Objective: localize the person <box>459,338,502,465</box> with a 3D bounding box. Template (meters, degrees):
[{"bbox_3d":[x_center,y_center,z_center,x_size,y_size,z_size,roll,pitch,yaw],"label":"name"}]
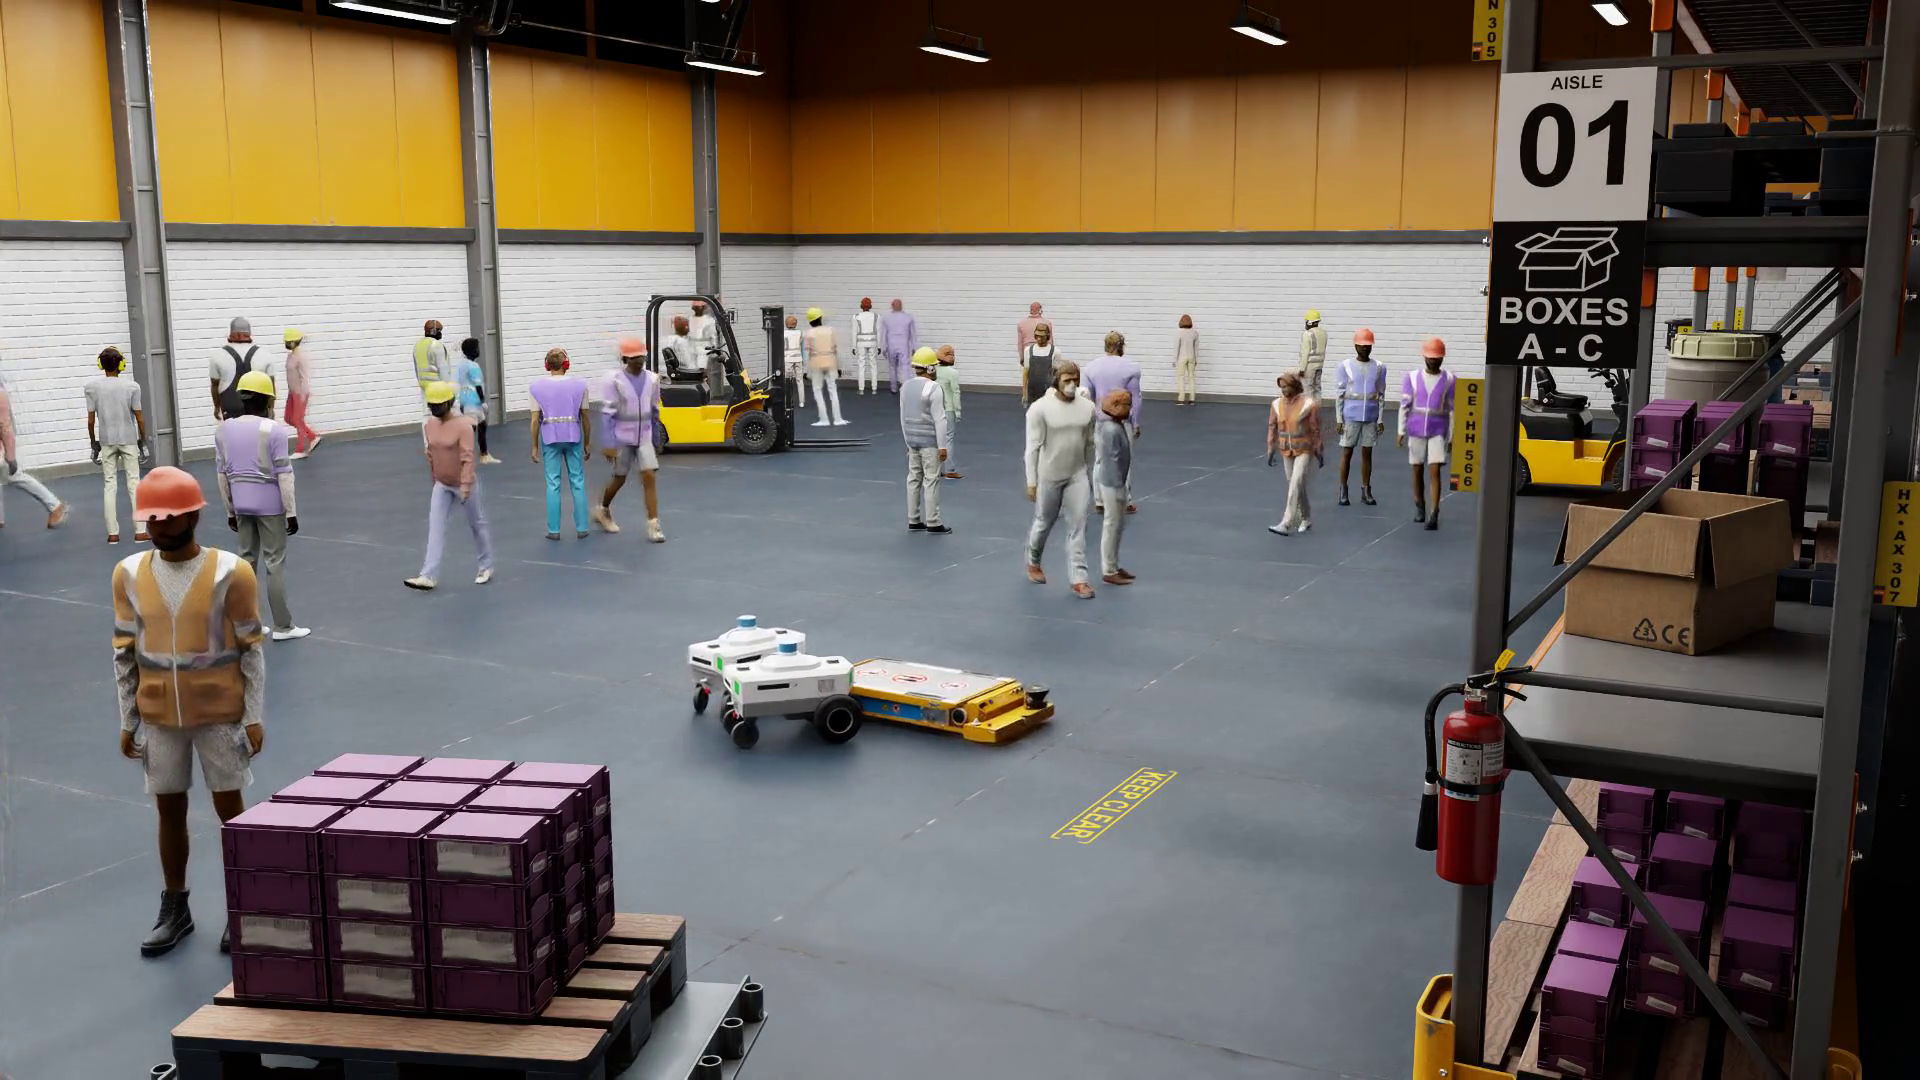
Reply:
[{"bbox_3d":[-6.342,-1.765,21.359,0.785,1.675,0.520,-5,11,-27],"label":"person"}]

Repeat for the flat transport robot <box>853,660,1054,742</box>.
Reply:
[{"bbox_3d":[-0.221,0.923,9.850,1.431,0.197,0.652,6,12,33],"label":"flat transport robot"}]

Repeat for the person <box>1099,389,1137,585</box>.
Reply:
[{"bbox_3d":[1.307,-0.444,13.831,0.295,1.632,0.509,3,10,15],"label":"person"}]

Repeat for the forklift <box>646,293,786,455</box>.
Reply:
[{"bbox_3d":[-3.588,-2.317,23.042,2.313,2.155,1.214,-1,10,-5],"label":"forklift"}]

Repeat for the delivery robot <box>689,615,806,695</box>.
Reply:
[{"bbox_3d":[-1.281,0.700,10.049,0.477,0.478,0.707,10,14,44],"label":"delivery robot"}]

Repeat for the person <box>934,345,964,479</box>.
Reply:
[{"bbox_3d":[-0.181,-1.557,20.263,0.497,1.633,0.278,9,14,43],"label":"person"}]

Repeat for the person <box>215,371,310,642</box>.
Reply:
[{"bbox_3d":[-4.948,-0.233,11.778,0.584,1.918,0.376,3,10,14],"label":"person"}]

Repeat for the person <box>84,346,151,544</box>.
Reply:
[{"bbox_3d":[-7.958,-0.892,15.735,0.514,1.872,0.328,-3,10,-16],"label":"person"}]

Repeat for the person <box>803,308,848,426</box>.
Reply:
[{"bbox_3d":[-2.149,-2.734,26.375,0.735,1.888,0.363,-5,11,-29],"label":"person"}]

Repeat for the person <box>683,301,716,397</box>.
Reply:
[{"bbox_3d":[-4.682,-3.420,30.012,0.611,2.005,1.015,3,10,17],"label":"person"}]

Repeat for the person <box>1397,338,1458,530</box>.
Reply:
[{"bbox_3d":[4.716,-1.086,16.752,0.560,1.903,0.776,4,11,23],"label":"person"}]

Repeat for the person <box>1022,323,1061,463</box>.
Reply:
[{"bbox_3d":[1.059,-1.908,21.704,0.507,1.840,0.343,2,10,13],"label":"person"}]

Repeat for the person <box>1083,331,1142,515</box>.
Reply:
[{"bbox_3d":[1.605,-1.225,17.478,0.627,1.935,0.373,4,11,23],"label":"person"}]

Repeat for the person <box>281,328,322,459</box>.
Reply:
[{"bbox_3d":[-8.825,-1.957,22.203,0.445,1.752,0.550,-8,13,-40],"label":"person"}]

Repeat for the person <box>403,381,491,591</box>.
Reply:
[{"bbox_3d":[-4.153,-0.439,13.547,0.547,1.701,0.918,4,11,22],"label":"person"}]

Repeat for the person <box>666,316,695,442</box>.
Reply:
[{"bbox_3d":[-4.062,-2.335,24.228,1.013,1.832,0.563,-4,11,-22],"label":"person"}]

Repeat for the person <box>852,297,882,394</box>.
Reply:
[{"bbox_3d":[-1.814,-3.770,32.359,0.580,1.881,0.352,-2,10,-12],"label":"person"}]

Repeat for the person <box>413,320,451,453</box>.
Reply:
[{"bbox_3d":[-7.166,-2.081,22.719,0.621,1.837,0.429,8,12,37],"label":"person"}]

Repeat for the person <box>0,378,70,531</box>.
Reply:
[{"bbox_3d":[-9.372,-1.013,16.402,0.863,1.897,0.643,-7,12,-37],"label":"person"}]

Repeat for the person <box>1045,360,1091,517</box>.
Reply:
[{"bbox_3d":[1.123,-1.036,17.239,0.522,1.638,0.312,4,11,23],"label":"person"}]

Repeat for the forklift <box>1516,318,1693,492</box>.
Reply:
[{"bbox_3d":[7.066,-1.601,18.899,2.313,2.155,1.214,5,11,27],"label":"forklift"}]

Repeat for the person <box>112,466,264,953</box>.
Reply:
[{"bbox_3d":[-3.012,0.670,6.497,0.551,1.934,0.372,-1,10,-6],"label":"person"}]

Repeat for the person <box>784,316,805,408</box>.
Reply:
[{"bbox_3d":[-2.968,-3.147,29.457,0.521,1.638,0.313,-5,11,-26],"label":"person"}]

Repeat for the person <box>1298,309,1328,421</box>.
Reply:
[{"bbox_3d":[5.702,-2.824,27.013,0.593,1.837,0.404,-10,14,-44],"label":"person"}]

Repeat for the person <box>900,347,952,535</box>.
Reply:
[{"bbox_3d":[-0.325,-0.965,16.254,0.403,1.837,0.590,-9,13,-42],"label":"person"}]

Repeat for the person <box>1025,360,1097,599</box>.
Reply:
[{"bbox_3d":[0.806,-0.522,13.515,0.648,1.898,0.983,-4,11,-22],"label":"person"}]

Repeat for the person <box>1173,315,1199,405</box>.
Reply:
[{"bbox_3d":[4.088,-3.258,30.118,0.507,1.630,0.268,-4,11,-21],"label":"person"}]

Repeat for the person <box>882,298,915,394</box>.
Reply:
[{"bbox_3d":[-1.189,-3.723,32.087,0.650,1.878,0.872,0,10,1],"label":"person"}]

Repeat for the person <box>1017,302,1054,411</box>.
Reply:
[{"bbox_3d":[1.325,-3.175,28.850,0.642,1.906,0.410,3,10,18],"label":"person"}]

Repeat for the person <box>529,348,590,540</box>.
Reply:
[{"bbox_3d":[-3.818,-0.909,15.919,0.564,1.840,0.397,-3,10,-19],"label":"person"}]

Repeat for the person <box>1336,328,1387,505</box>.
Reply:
[{"bbox_3d":[4.371,-1.341,18.135,0.546,1.938,0.361,0,10,-2],"label":"person"}]

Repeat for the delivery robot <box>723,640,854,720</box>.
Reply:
[{"bbox_3d":[-0.972,0.809,9.417,0.707,0.478,0.477,-3,10,-18],"label":"delivery robot"}]

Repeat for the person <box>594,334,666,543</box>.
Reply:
[{"bbox_3d":[-3.183,-0.993,16.013,0.662,1.992,1.027,-8,12,-38],"label":"person"}]

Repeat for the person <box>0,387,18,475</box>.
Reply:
[{"bbox_3d":[-8.861,-0.733,14.848,0.657,1.856,0.955,-1,10,-8],"label":"person"}]

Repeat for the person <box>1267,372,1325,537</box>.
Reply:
[{"bbox_3d":[3.256,-0.828,16.148,0.540,1.594,0.878,10,14,44],"label":"person"}]

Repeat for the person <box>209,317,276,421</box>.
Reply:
[{"bbox_3d":[-8.357,-1.608,19.382,0.687,2.000,0.918,-5,11,-27],"label":"person"}]
